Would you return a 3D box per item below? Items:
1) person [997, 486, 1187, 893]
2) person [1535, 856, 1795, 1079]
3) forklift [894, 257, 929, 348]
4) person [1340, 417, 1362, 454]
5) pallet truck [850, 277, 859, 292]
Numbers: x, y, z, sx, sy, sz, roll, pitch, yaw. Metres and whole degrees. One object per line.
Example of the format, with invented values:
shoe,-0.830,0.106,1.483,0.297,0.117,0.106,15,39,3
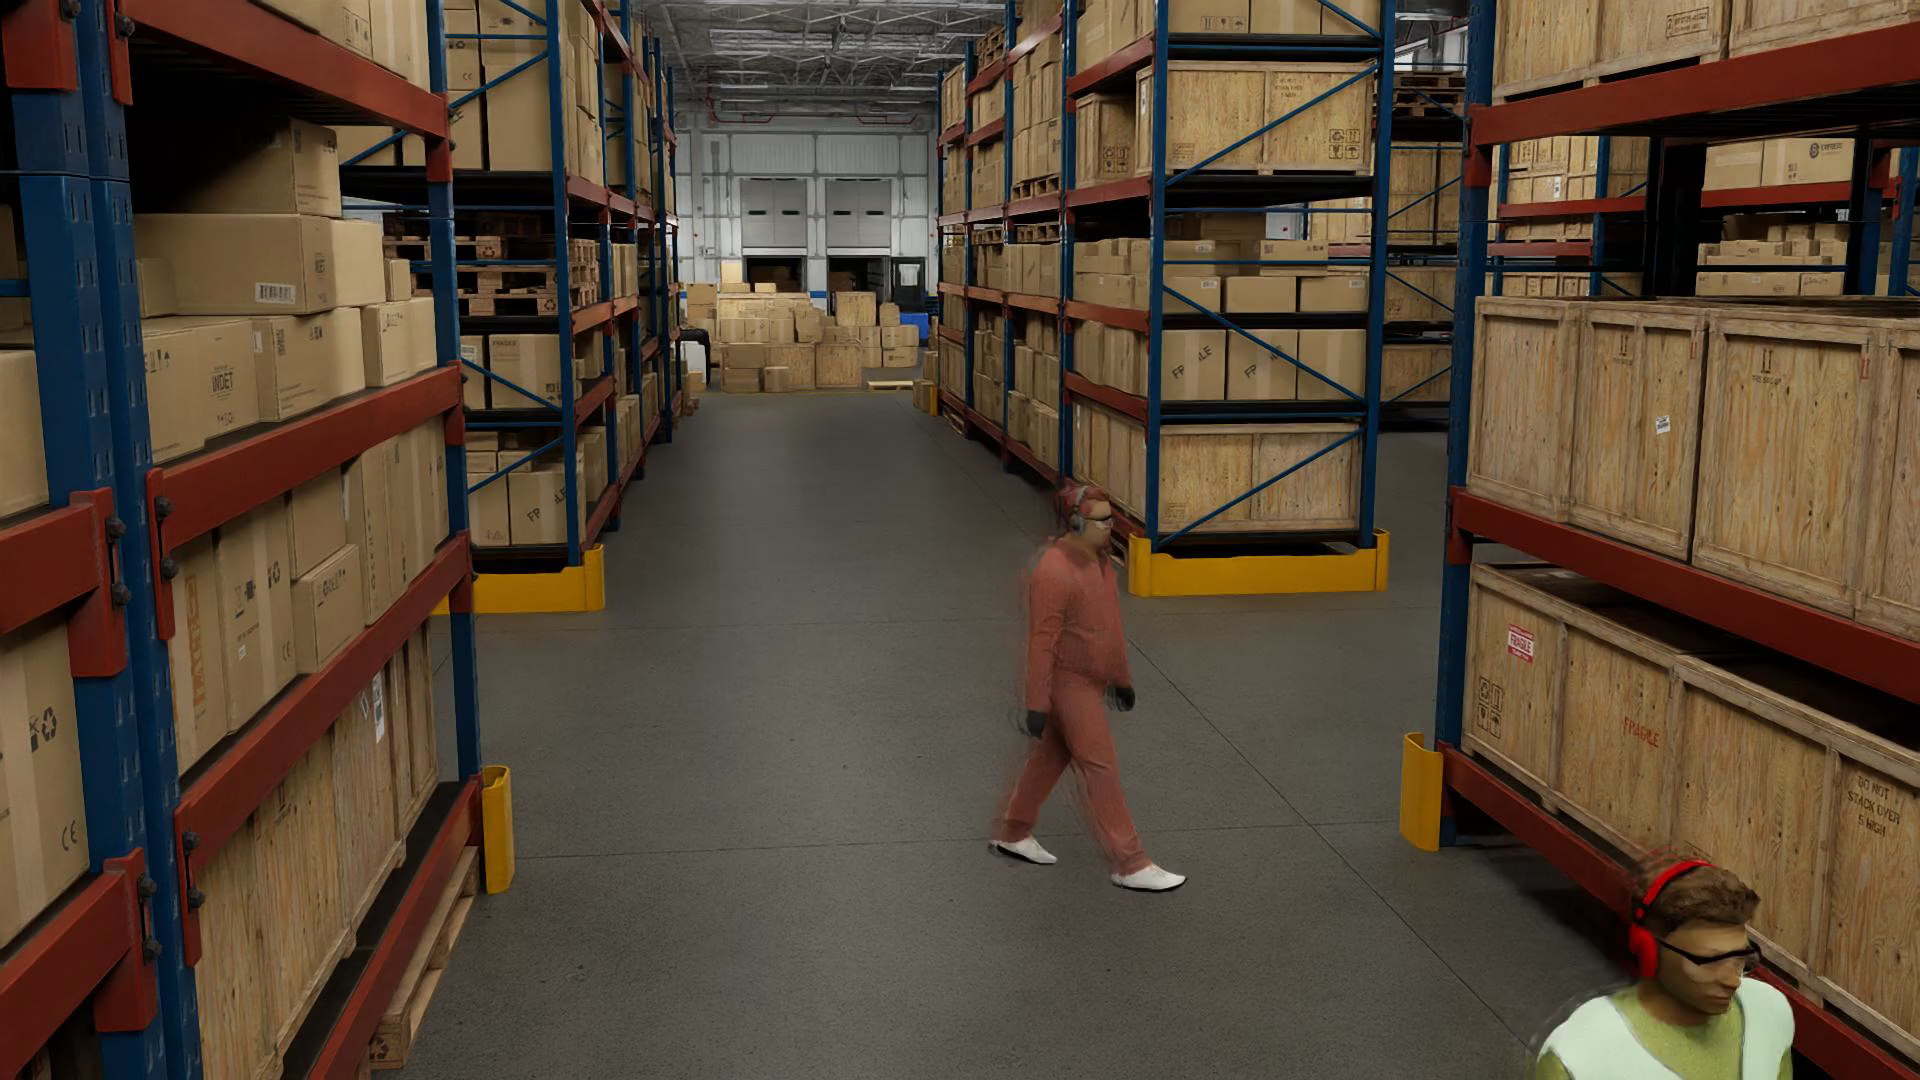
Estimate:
person,0.575,0.665,7.679,0.991,1.853,0.666,4,11,24
person,1.373,1.464,3.197,0.584,1.816,0.838,-5,11,-28
forklift,-1.574,-7.394,51.613,1.129,2.768,1.873,-1,10,-7
person,4.143,-1.070,18.252,0.537,1.692,0.319,7,12,34
pallet truck,-3.782,-9.391,65.808,1.885,1.965,0.823,2,10,10
